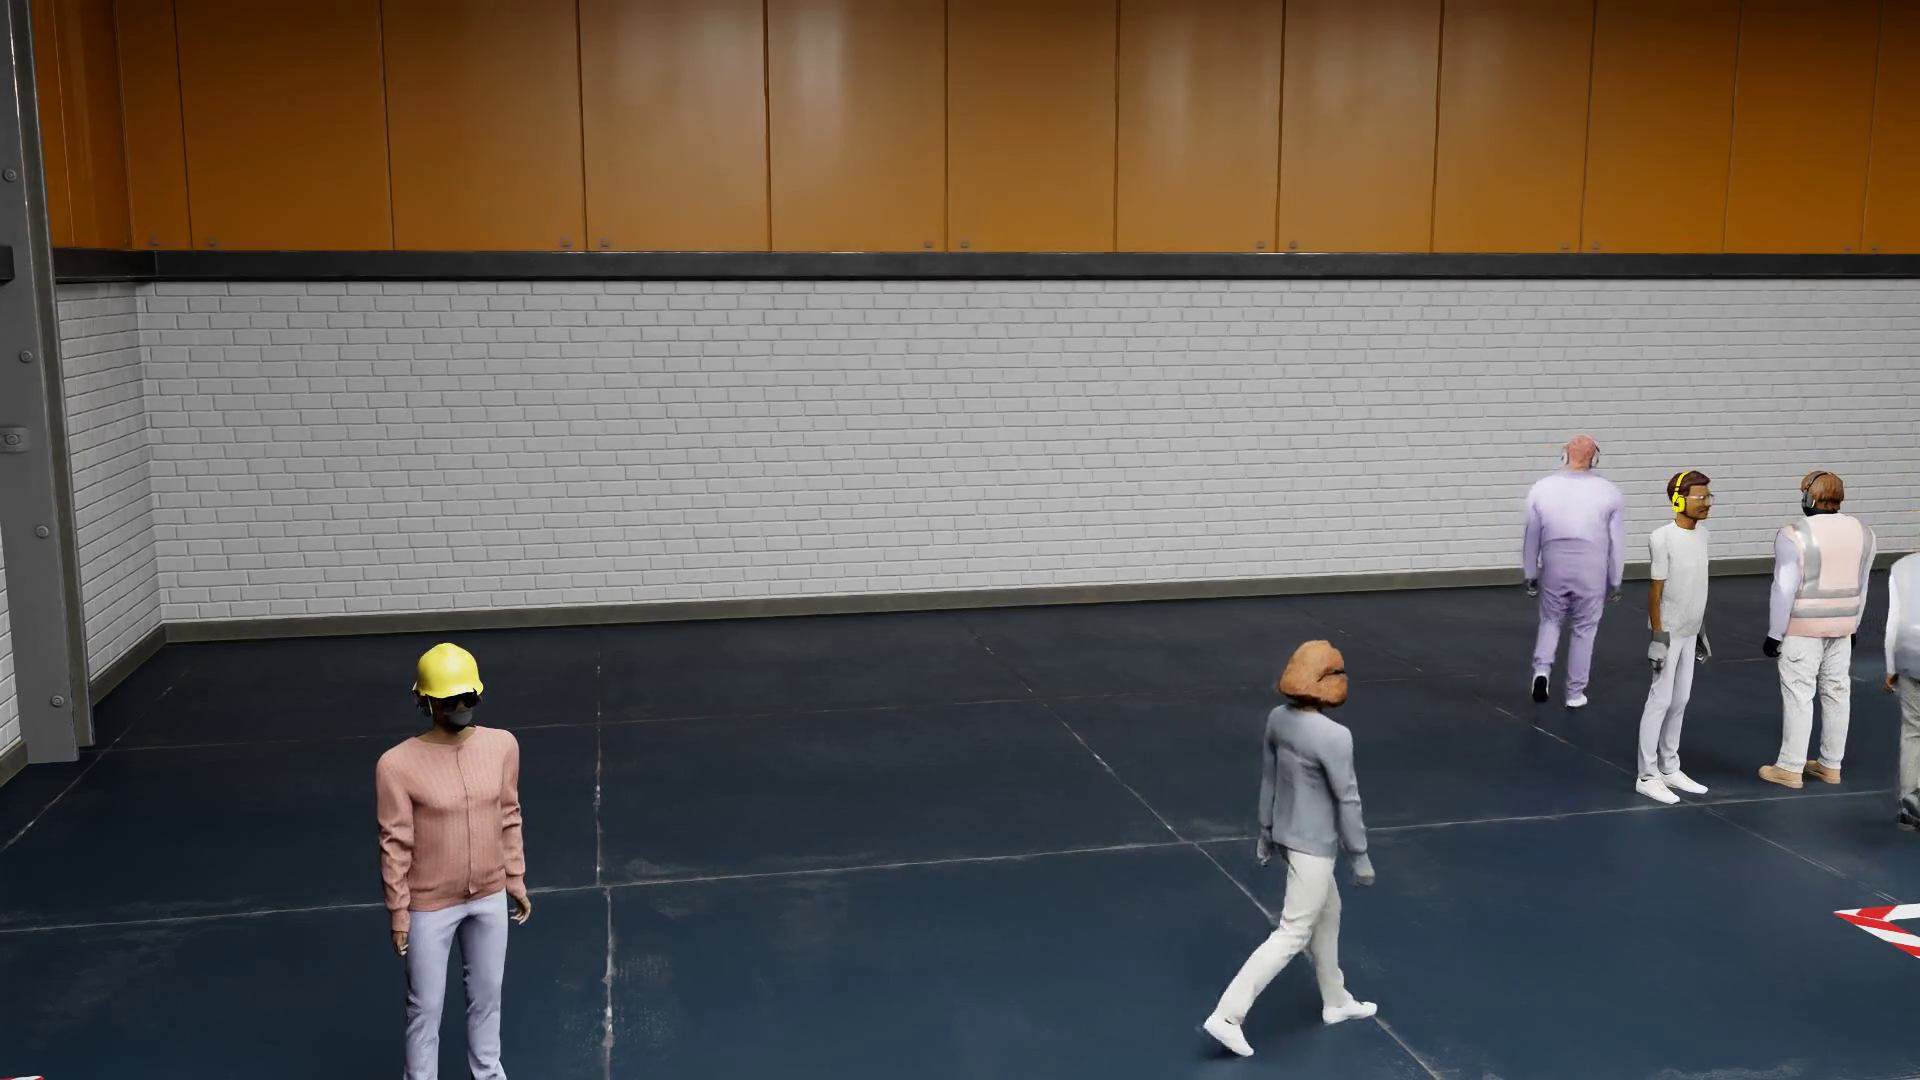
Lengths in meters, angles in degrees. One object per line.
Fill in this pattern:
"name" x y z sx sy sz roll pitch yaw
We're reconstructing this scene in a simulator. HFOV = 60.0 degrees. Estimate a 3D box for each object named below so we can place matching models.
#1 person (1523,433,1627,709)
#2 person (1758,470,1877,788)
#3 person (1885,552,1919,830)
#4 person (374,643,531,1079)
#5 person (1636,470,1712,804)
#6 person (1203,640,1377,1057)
"person" 4.156 0.227 11.270 0.649 1.891 0.484 6 11 32
"person" 4.932 0.517 9.631 0.624 1.845 0.430 -2 10 -12
"person" 5.142 0.678 8.743 0.546 1.809 0.608 -6 11 -34
"person" -1.695 1.212 5.628 0.316 1.769 0.525 9 13 43
"person" 4.075 0.537 9.409 0.514 1.876 0.328 -7 12 -37
"person" 1.292 1.169 6.391 0.817 1.598 0.498 -3 10 -17
